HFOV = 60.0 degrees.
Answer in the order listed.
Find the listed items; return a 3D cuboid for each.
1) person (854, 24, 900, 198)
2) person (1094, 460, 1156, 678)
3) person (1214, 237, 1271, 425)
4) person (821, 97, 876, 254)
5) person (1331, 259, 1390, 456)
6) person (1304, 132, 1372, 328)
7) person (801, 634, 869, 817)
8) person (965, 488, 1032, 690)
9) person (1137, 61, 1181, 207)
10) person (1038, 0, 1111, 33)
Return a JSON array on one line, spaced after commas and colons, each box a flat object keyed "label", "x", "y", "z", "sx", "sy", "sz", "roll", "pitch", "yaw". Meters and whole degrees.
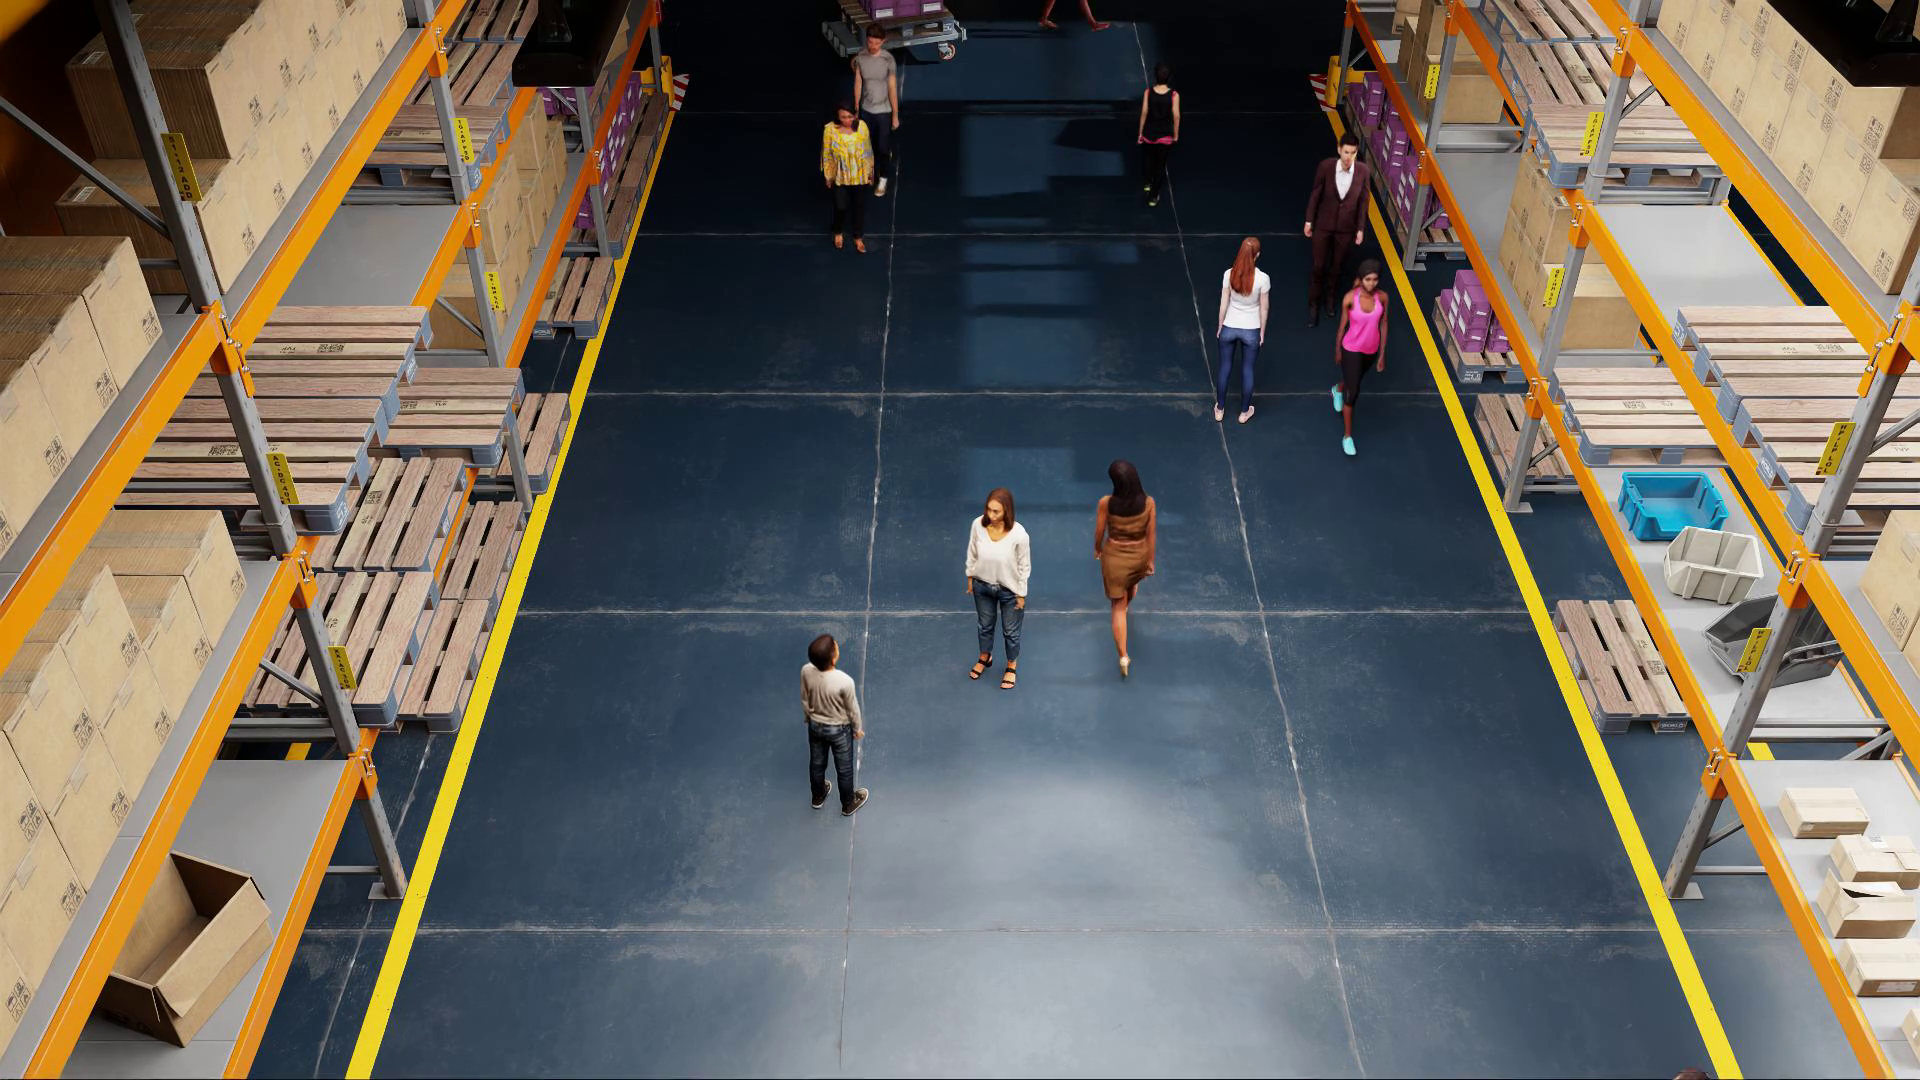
[{"label": "person", "x": -0.845, "y": -4.594, "z": 17.613, "sx": 0.871, "sy": 1.867, "sz": 0.939, "roll": 13, "pitch": 40, "yaw": 16}, {"label": "person", "x": 1.166, "y": 0.228, "z": 11.773, "sx": 0.584, "sy": 1.620, "sz": 1.074, "roll": 0, "pitch": 39, "yaw": 0}, {"label": "person", "x": 2.393, "y": -1.784, "z": 14.197, "sx": 0.620, "sy": 1.738, "sz": 0.609, "roll": 11, "pitch": 40, "yaw": 13}, {"label": "person", "x": -1.128, "y": -3.673, "z": 16.633, "sx": 0.841, "sy": 1.651, "sz": 0.884, "roll": -17, "pitch": 42, "yaw": -20}, {"label": "person", "x": 3.360, "y": -1.639, "z": 14.056, "sx": 0.611, "sy": 1.688, "sz": 1.134, "roll": -3, "pitch": 39, "yaw": -4}, {"label": "person", "x": 3.519, "y": -2.988, "z": 15.613, "sx": 0.762, "sy": 1.851, "sz": 0.883, "roll": 3, "pitch": 39, "yaw": 4}, {"label": "person", "x": -0.842, "y": 1.189, "z": 10.695, "sx": 0.620, "sy": 1.463, "sz": 0.606, "roll": 14, "pitch": 41, "yaw": 16}, {"label": "person", "x": 0.275, "y": 0.319, "z": 11.608, "sx": 0.697, "sy": 1.682, "sz": 0.681, "roll": 16, "pitch": 41, "yaw": 19}, {"label": "person", "x": 2.059, "y": -4.234, "z": 17.431, "sx": 0.699, "sy": 1.530, "sz": 0.863, "roll": 10, "pitch": 40, "yaw": 12}, {"label": "person", "x": 1.289, "y": -7.257, "z": 21.107, "sx": 0.888, "sy": 1.667, "sz": 1.173, "roll": 9, "pitch": 40, "yaw": 11}]
